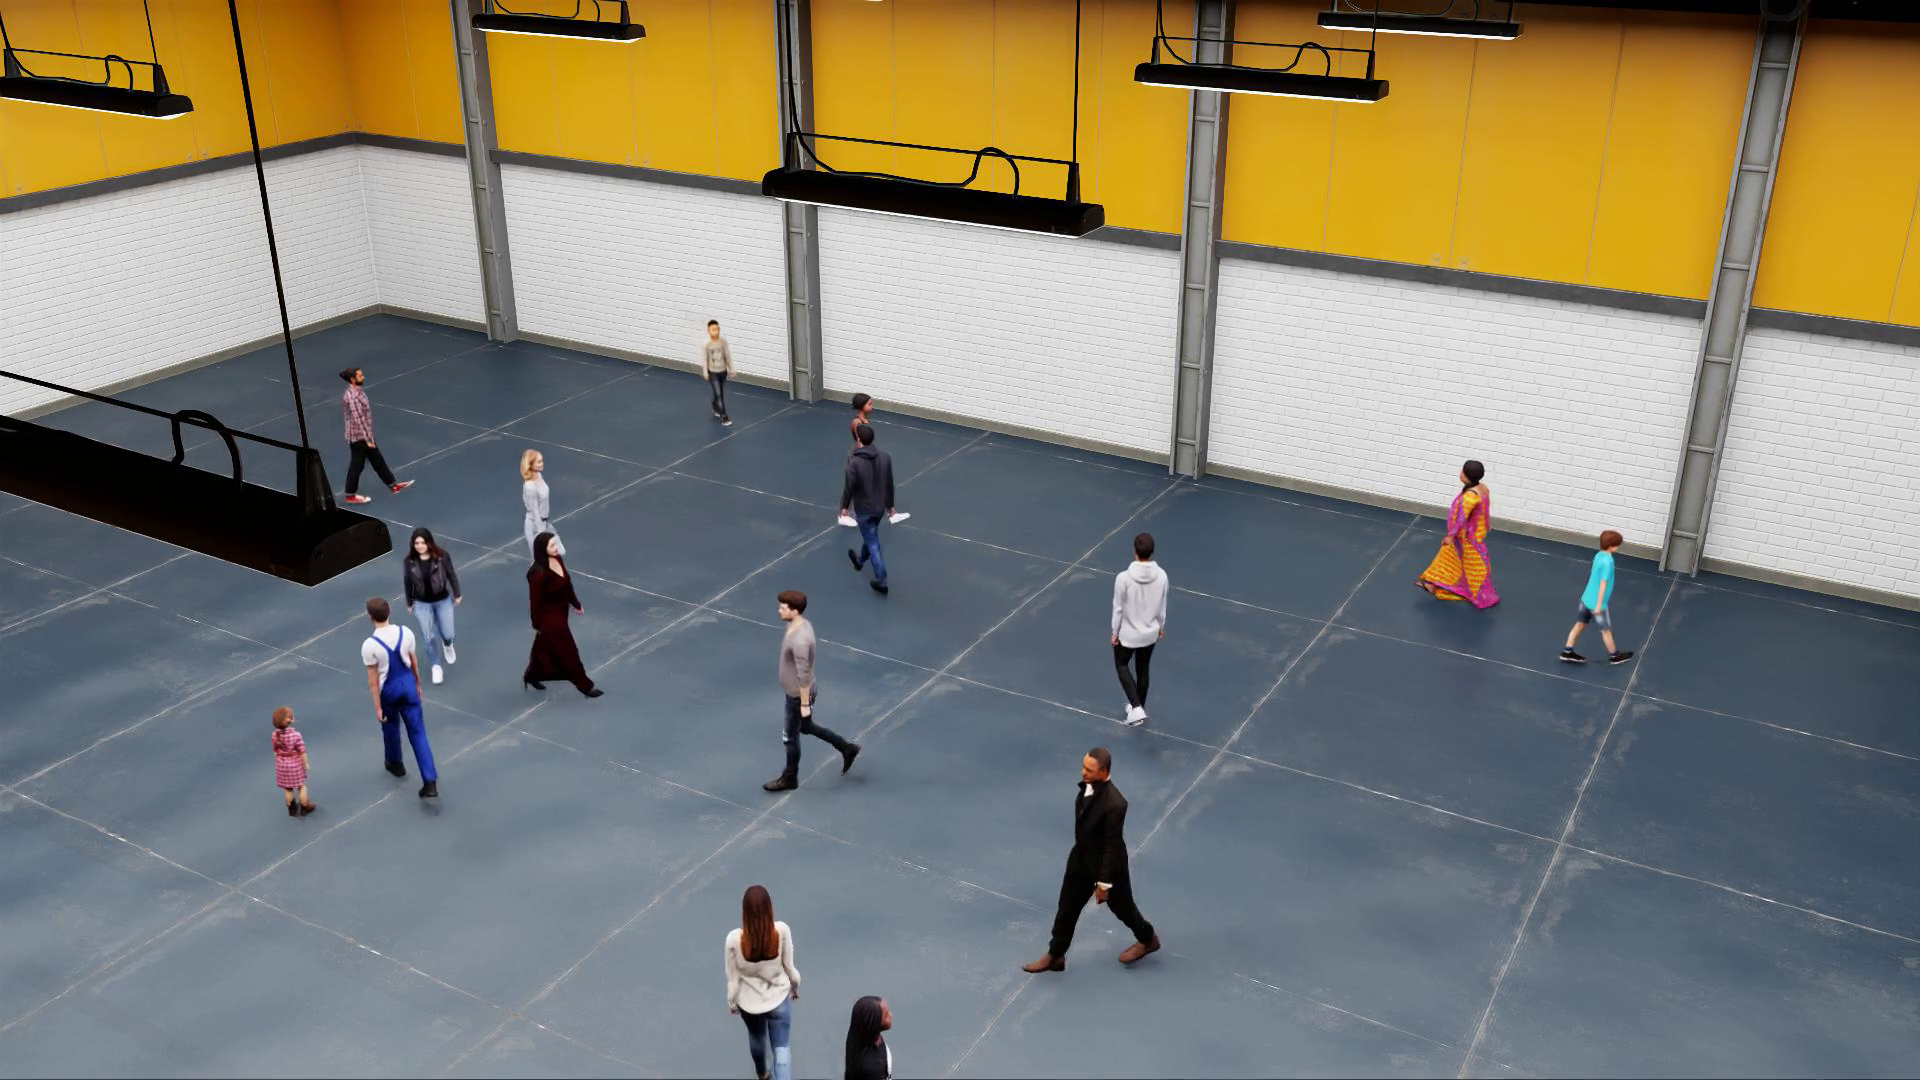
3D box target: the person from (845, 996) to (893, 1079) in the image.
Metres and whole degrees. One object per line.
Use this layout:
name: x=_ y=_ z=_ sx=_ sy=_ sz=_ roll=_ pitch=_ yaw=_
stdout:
person: x=-0.610 y=3.413 z=9.682 sx=1.204 sy=1.684 sz=1.111 roll=-5 pitch=24 yaw=-11

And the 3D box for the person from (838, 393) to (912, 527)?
person: x=-1.250 y=-0.910 z=19.604 sx=1.154 sy=1.658 sz=0.775 roll=7 pitch=24 yaw=15

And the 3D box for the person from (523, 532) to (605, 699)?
person: x=-3.972 y=0.736 z=15.786 sx=1.179 sy=1.701 sz=0.953 roll=2 pitch=24 yaw=5

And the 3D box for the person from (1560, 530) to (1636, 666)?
person: x=6.231 y=0.582 z=16.492 sx=0.992 sy=1.418 sz=0.797 roll=2 pitch=24 yaw=5

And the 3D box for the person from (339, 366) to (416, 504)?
person: x=-7.400 y=-1.256 z=20.304 sx=1.189 sy=1.732 sz=1.125 roll=-6 pitch=24 yaw=-14

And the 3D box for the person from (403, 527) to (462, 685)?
person: x=-5.141 y=0.594 z=16.212 sx=0.861 sy=1.620 sz=0.921 roll=-5 pitch=24 yaw=-11

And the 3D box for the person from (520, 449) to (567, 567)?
person: x=-4.556 y=-0.119 z=17.640 sx=0.758 sy=1.783 sz=0.717 roll=2 pitch=24 yaw=4

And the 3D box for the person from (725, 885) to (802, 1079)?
person: x=-1.237 y=2.990 z=10.668 sx=1.054 sy=1.669 sz=1.073 roll=-5 pitch=24 yaw=-10

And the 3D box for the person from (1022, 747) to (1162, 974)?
person: x=1.107 y=2.324 z=11.965 sx=1.288 sy=1.852 sz=1.329 roll=-9 pitch=25 yaw=-20

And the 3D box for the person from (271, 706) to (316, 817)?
person: x=-5.658 y=1.871 z=14.038 sx=0.470 sy=1.020 sz=0.550 roll=0 pitch=24 yaw=-1

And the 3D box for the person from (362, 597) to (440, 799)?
person: x=-4.752 y=1.379 z=14.186 sx=1.001 sy=1.804 sz=1.351 roll=-17 pitch=29 yaw=-33

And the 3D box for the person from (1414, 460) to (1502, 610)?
person: x=5.446 y=-0.057 z=17.637 sx=1.174 sy=1.671 sz=0.697 roll=11 pitch=26 yaw=23

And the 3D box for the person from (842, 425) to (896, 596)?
person: x=-0.926 y=-0.283 z=17.940 sx=1.016 sy=1.842 sz=1.253 roll=-15 pitch=28 yaw=-31

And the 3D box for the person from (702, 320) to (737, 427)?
person: x=-3.406 y=-2.356 z=23.199 sx=0.798 sy=1.429 sz=1.062 roll=-16 pitch=28 yaw=-33

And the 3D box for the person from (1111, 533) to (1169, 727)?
person: x=1.658 y=0.877 z=15.198 sx=0.925 sy=1.915 sz=0.985 roll=-6 pitch=24 yaw=-13

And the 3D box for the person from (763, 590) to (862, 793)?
person: x=-1.282 y=1.297 z=14.275 sx=1.221 sy=1.883 sz=1.106 roll=-4 pitch=24 yaw=-8
